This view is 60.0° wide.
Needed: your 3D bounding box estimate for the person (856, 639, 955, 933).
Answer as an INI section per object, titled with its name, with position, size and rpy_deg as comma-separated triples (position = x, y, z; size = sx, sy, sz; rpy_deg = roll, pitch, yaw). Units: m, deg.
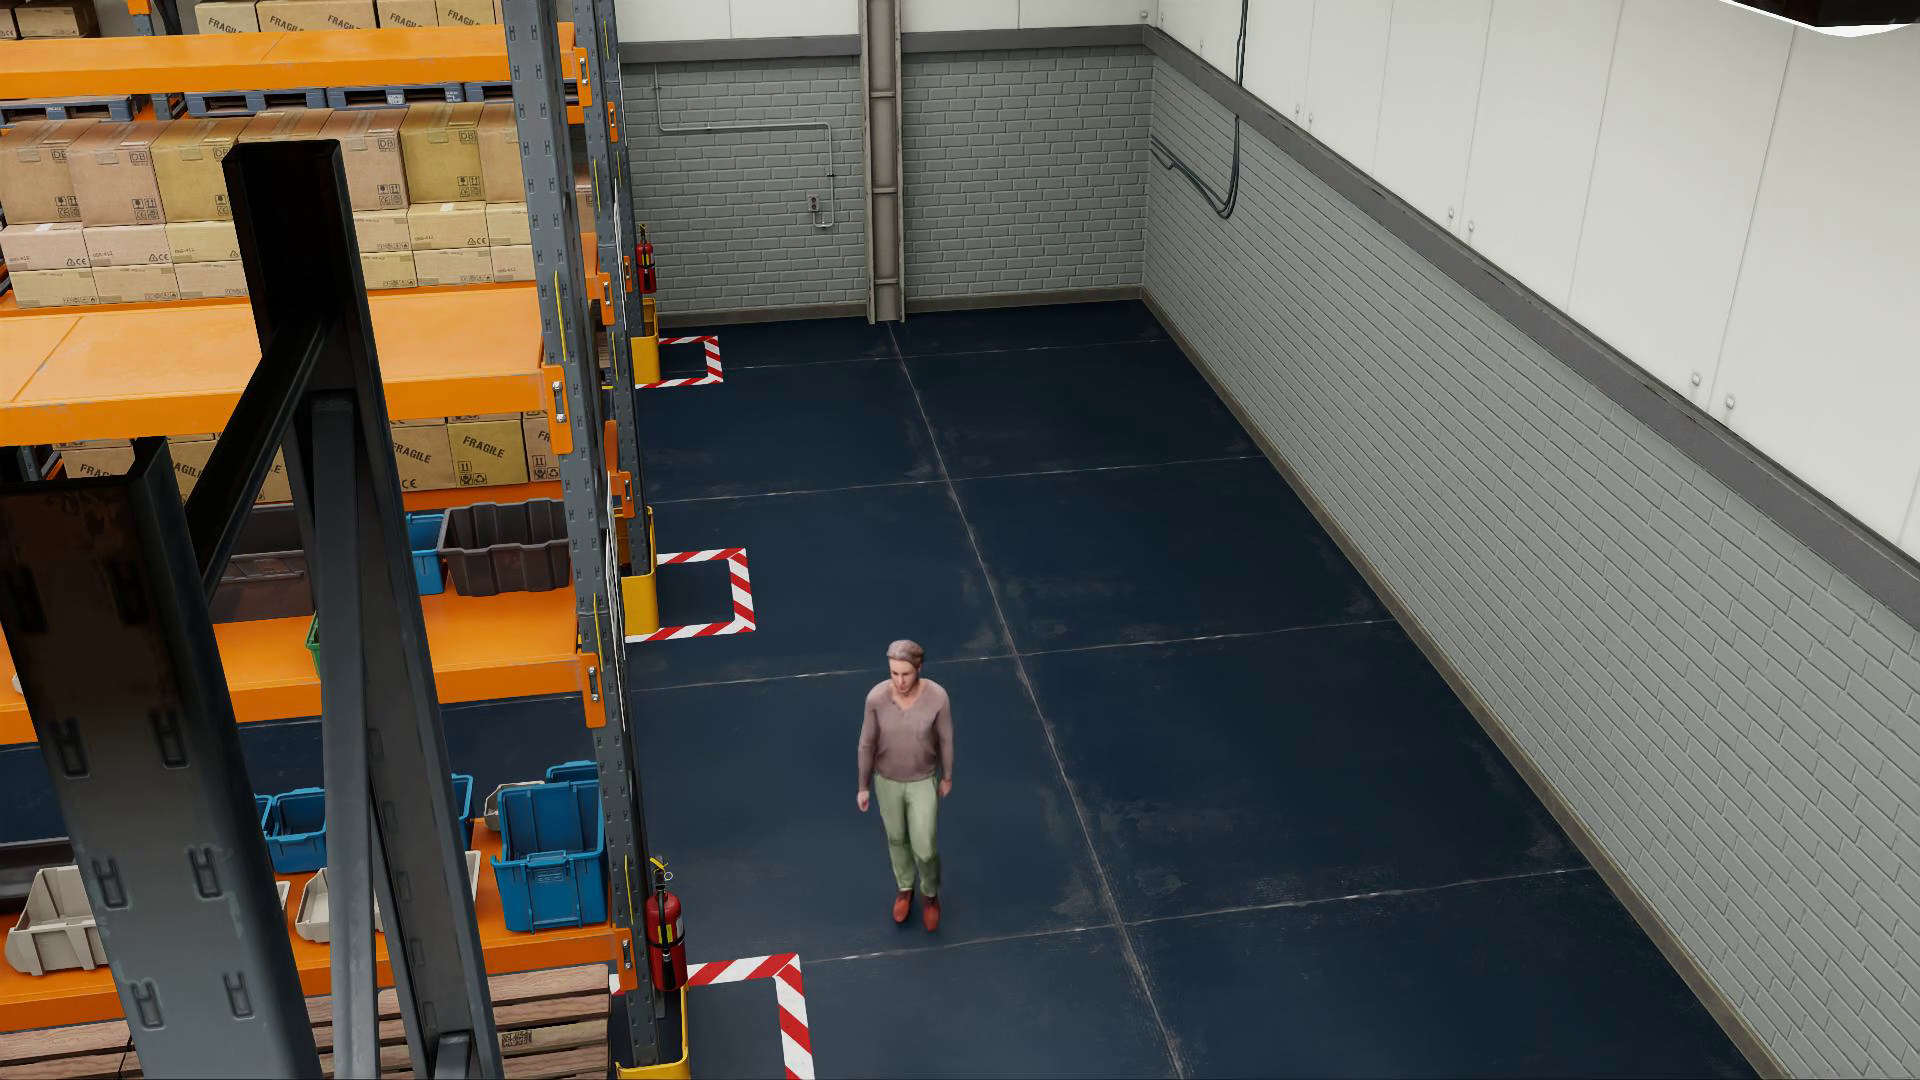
[person]
position = -0.290, 1.321, 9.441
size = 0.723, 1.854, 0.830
rpy_deg = 4, 28, 8
